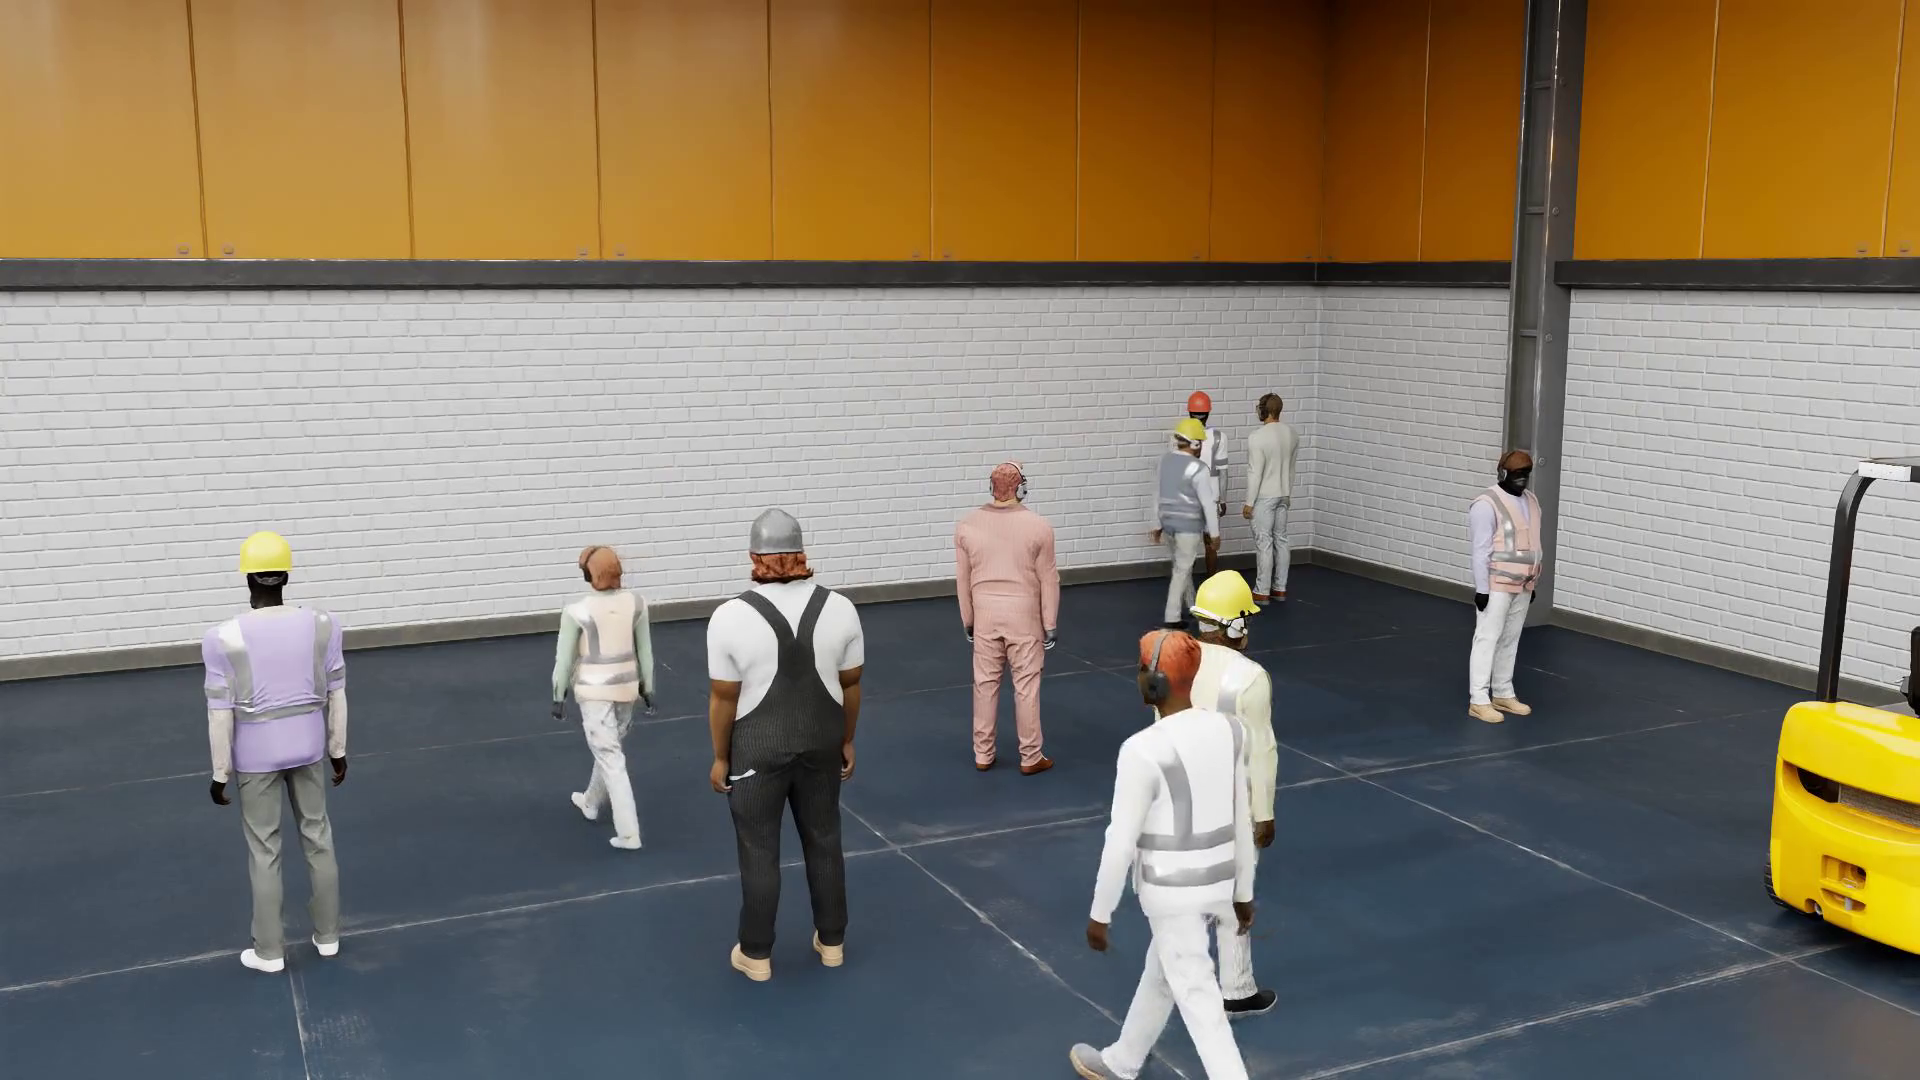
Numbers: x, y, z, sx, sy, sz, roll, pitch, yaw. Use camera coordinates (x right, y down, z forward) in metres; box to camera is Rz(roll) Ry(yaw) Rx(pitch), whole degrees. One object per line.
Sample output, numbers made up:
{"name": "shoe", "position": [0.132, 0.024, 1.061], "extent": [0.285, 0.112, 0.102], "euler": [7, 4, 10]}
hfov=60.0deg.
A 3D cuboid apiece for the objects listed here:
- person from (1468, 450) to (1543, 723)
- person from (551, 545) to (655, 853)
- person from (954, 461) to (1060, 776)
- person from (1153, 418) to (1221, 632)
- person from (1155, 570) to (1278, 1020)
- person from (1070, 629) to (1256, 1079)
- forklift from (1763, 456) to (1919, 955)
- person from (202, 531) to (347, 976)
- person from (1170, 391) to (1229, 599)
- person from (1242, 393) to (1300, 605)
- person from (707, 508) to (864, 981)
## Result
{"name": "person", "position": [3.714, 0.306, 11.296], "extent": [0.634, 1.839, 0.429], "euler": [-7, 12, -37]}
{"name": "person", "position": [-1.922, 0.817, 8.859], "extent": [0.537, 1.586, 0.848], "euler": [-8, 12, -42]}
{"name": "person", "position": [0.300, 0.473, 10.052], "extent": [0.643, 1.909, 0.410], "euler": [3, 10, 20]}
{"name": "person", "position": [1.992, -0.126, 14.070], "extent": [0.746, 1.803, 0.623], "euler": [-6, 11, -33]}
{"name": "person", "position": [1.065, 1.031, 6.812], "extent": [0.403, 1.834, 0.589], "euler": [-8, 12, -41]}
{"name": "person", "position": [0.741, 1.213, 5.729], "extent": [0.597, 1.827, 1.018], "euler": [-9, 13, -43]}
{"name": "forklift", "position": [4.857, 0.731, 7.561], "extent": [2.313, 2.155, 1.214], "euler": [-4, 10, -25]}
{"name": "person", "position": [-2.960, 0.918, 7.220], "extent": [0.594, 1.926, 0.368], "euler": [-8, 12, -41]}
{"name": "person", "position": [2.207, -0.409, 15.411], "extent": [0.545, 1.943, 0.347], "euler": [1, 9, 8]}
{"name": "person", "position": [2.824, -0.377, 15.223], "extent": [0.630, 1.940, 0.372], "euler": [-8, 12, -41]}
{"name": "person", "position": [-0.782, 0.863, 7.212], "extent": [0.688, 2.000, 0.536], "euler": [-4, 10, -24]}
